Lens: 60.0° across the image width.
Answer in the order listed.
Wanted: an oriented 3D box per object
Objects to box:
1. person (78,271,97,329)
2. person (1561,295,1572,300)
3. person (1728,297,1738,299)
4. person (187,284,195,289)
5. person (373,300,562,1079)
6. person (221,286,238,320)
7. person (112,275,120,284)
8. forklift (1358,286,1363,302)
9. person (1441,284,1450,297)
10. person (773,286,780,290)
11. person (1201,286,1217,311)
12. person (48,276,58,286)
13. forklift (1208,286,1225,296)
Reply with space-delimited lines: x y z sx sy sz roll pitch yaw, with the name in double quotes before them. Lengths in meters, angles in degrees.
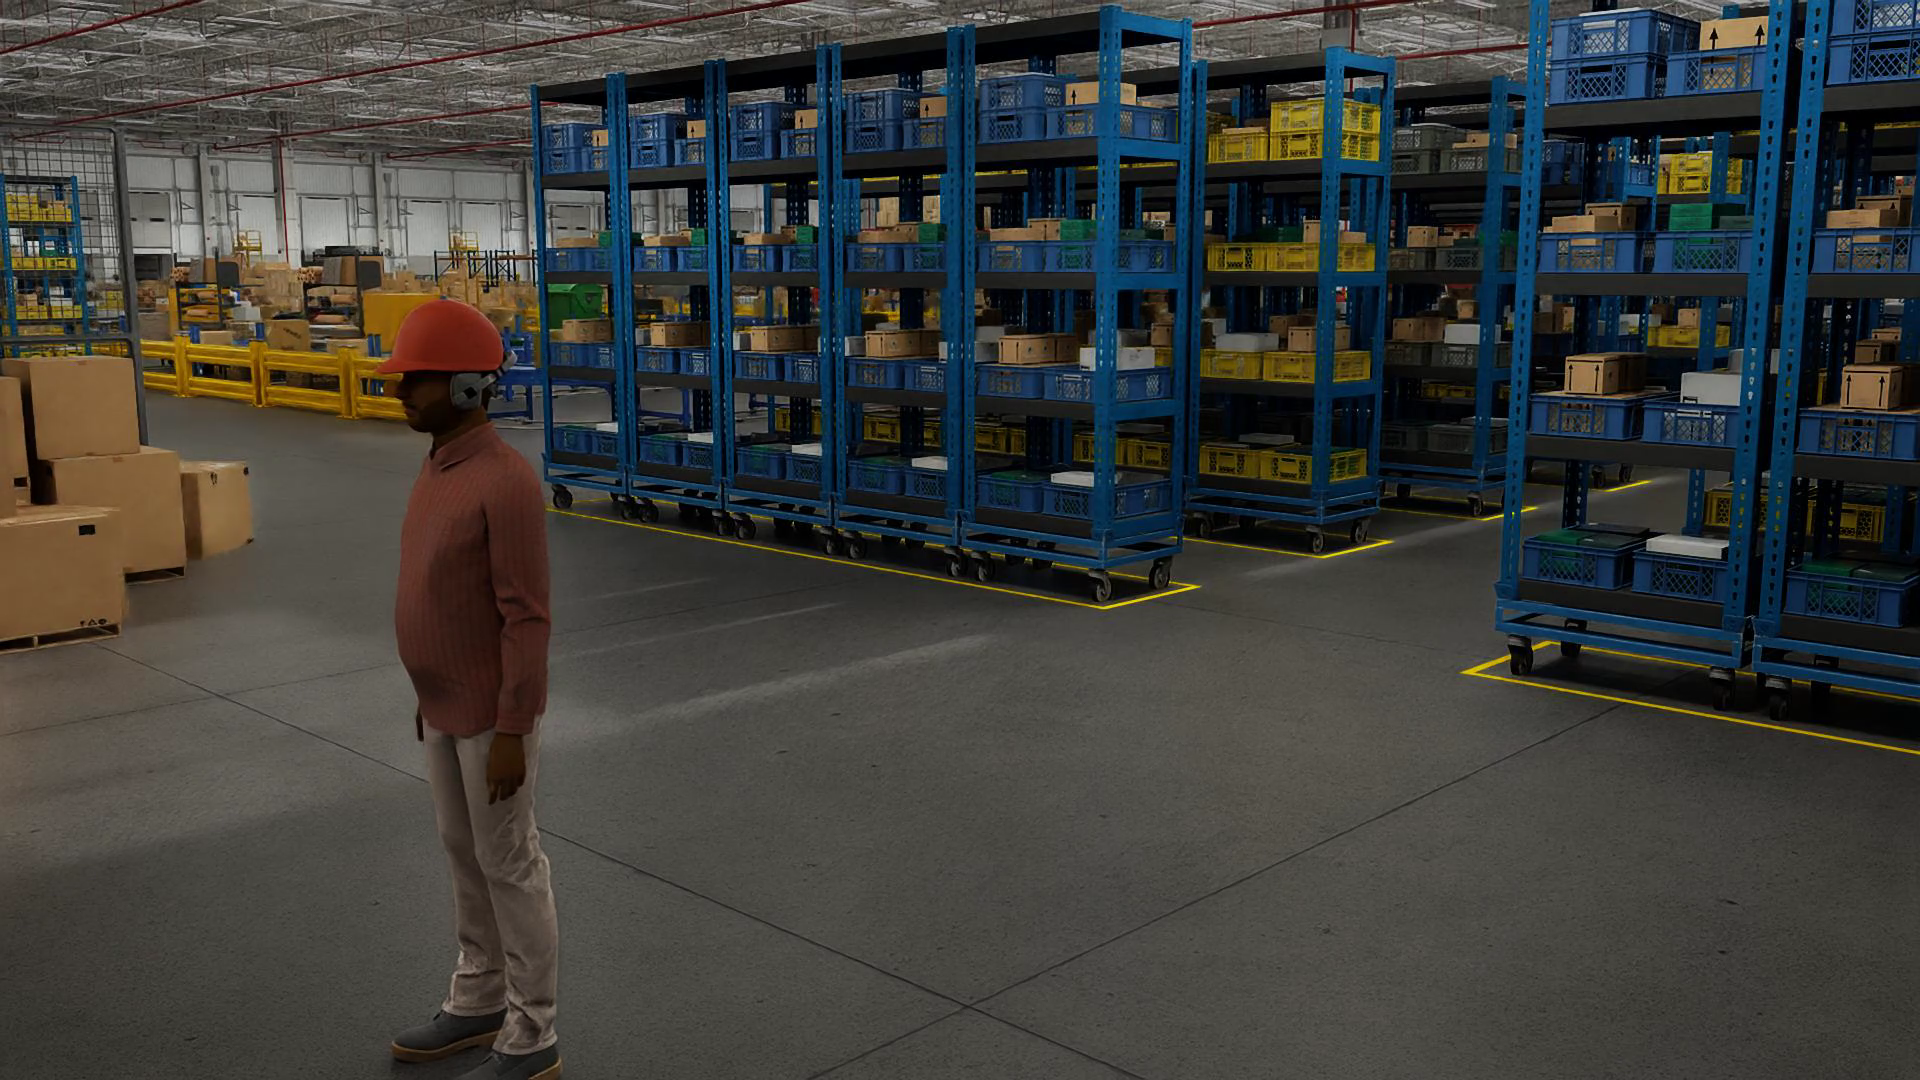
"person" -28.135 -7.683 53.616 0.539 2.000 0.702 -5 10 -26
"person" 12.541 -4.433 34.331 0.600 1.829 0.404 -7 12 -37
"person" 13.642 -3.679 29.561 0.586 1.888 0.655 1 9 5
"person" -37.678 -12.152 81.280 0.860 1.965 0.619 -2 9 -11
"person" -1.226 0.405 4.168 0.377 1.995 0.608 -7 12 -38
"person" -16.533 -4.986 37.629 0.328 1.865 0.517 3 10 16
"person" -39.939 -11.697 78.981 0.960 1.789 0.655 -4 10 -24
"forklift" 11.100 -7.017 46.970 1.873 2.768 1.129 9 13 43
"person" 13.762 -6.488 47.364 0.320 1.694 0.565 -1 9 -5
"person" -8.818 -11.899 79.898 0.396 1.908 0.607 0 9 1
"person" 5.623 -5.038 37.820 0.844 1.920 0.639 -9 13 -42
"person" -30.805 -8.070 56.426 0.529 1.901 0.642 3 10 16
"forklift" 8.942 -9.398 61.568 1.873 2.768 1.129 9 13 43
